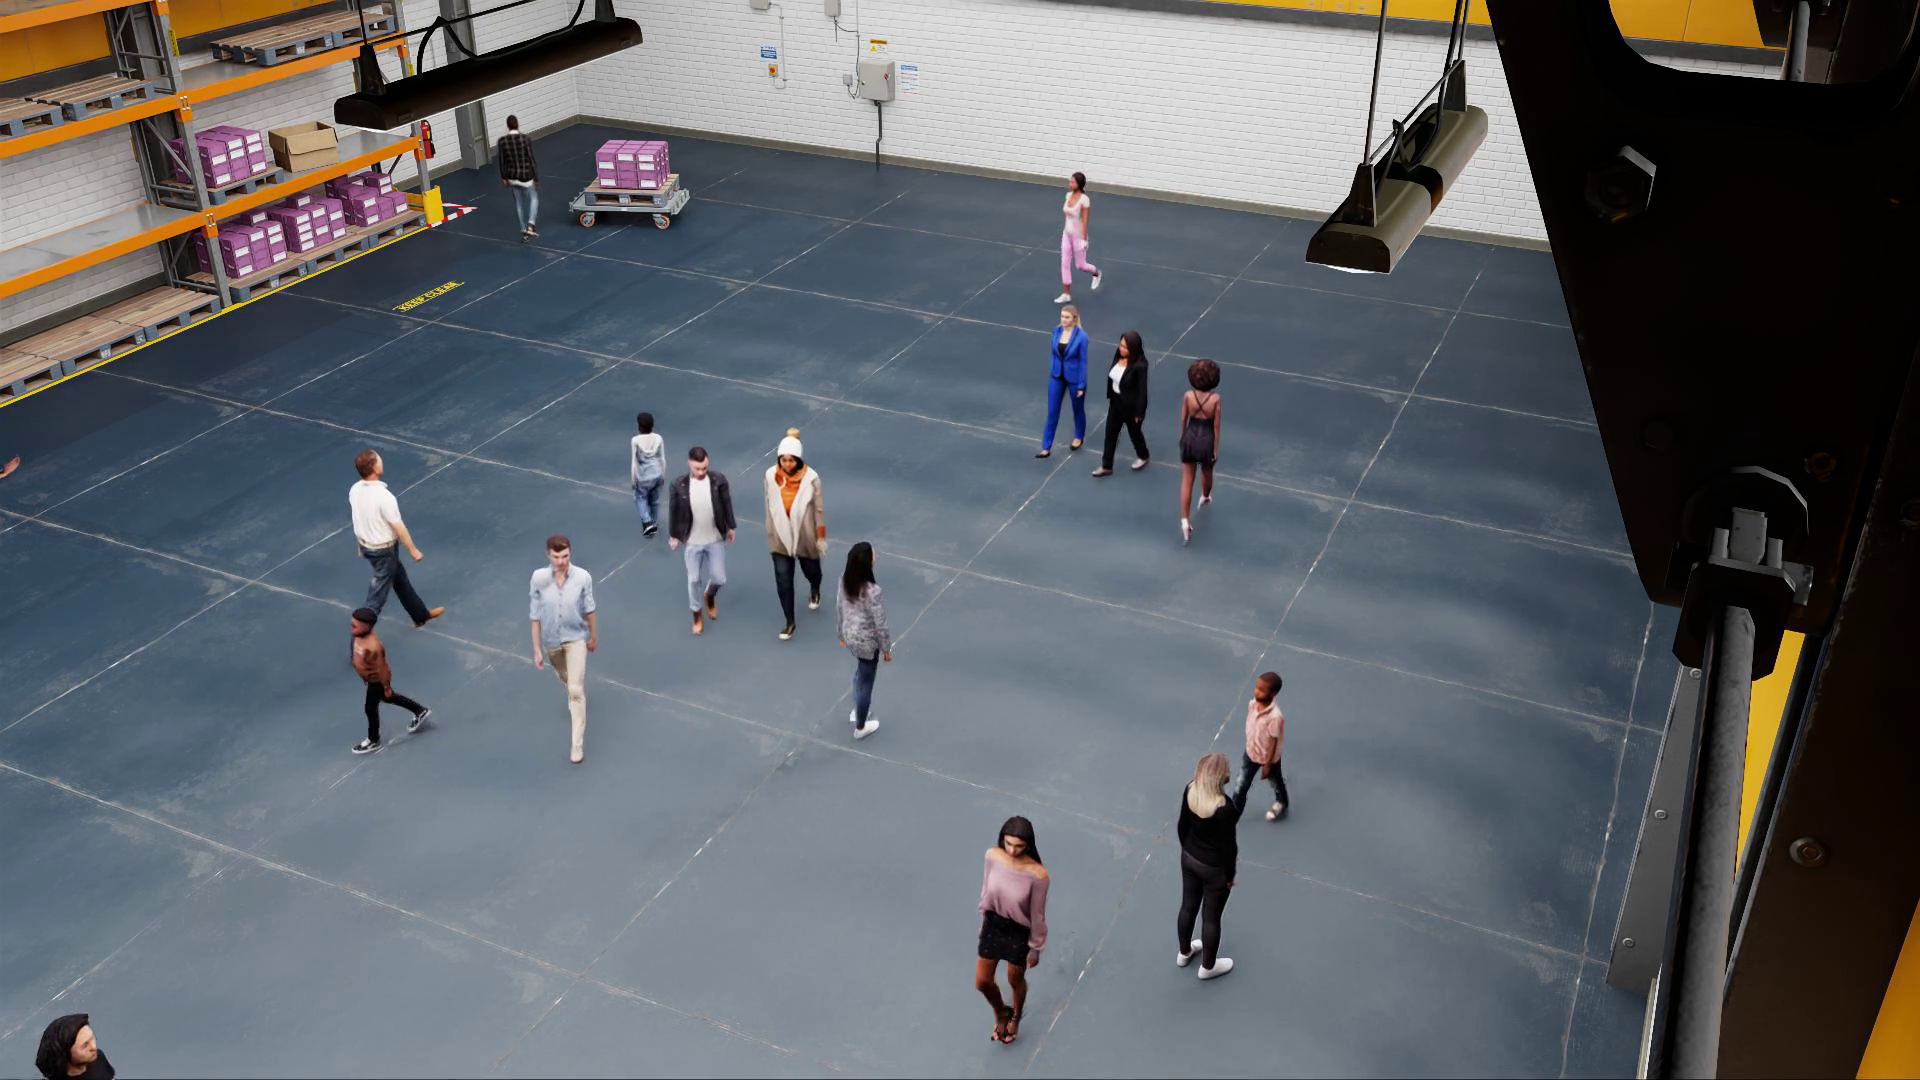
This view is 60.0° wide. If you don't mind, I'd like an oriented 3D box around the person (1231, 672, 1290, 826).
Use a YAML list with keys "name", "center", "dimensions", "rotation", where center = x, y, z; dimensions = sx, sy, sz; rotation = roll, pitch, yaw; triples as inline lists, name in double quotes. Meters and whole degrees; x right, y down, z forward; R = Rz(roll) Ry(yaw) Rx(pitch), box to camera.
- name: "person"
  center: [2.275, 1.539, 12.169]
  dimensions: [0.963, 1.280, 0.789]
  rotation: [-18, 33, -29]

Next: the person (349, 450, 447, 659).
- name: "person"
  center: [-5.006, 0.163, 14.142]
  dimensions: [0.930, 1.807, 1.310]
  rotation: [23, 36, 36]

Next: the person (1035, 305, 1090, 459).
- name: "person"
  center: [1.210, -1.712, 17.722]
  dimensions: [0.686, 1.670, 1.043]
  rotation: [15, 32, 25]

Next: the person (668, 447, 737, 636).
- name: "person"
  center: [-2.247, -0.047, 14.521]
  dimensions: [0.886, 1.813, 0.924]
  rotation: [-5, 29, -8]

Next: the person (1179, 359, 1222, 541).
- name: "person"
  center: [2.281, -0.824, 16.037]
  dimensions: [0.667, 1.724, 1.156]
  rotation: [9, 30, 16]

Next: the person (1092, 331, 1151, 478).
- name: "person"
  center: [1.797, -1.429, 17.285]
  dimensions: [1.070, 1.592, 0.903]
  rotation: [-23, 36, -35]

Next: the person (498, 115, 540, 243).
- name: "person"
  center: [-6.330, -5.162, 23.903]
  dimensions: [0.830, 1.808, 0.836]
  rotation: [-2, 29, -3]

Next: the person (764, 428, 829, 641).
- name: "person"
  center: [-1.418, -0.111, 14.580]
  dimensions: [0.947, 1.868, 1.172]
  rotation: [1, 29, 2]

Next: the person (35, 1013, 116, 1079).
- name: "person"
  center: [-4.531, 3.170, 8.609]
  dimensions: [0.849, 1.826, 0.761]
  rotation: [1, 29, 3]

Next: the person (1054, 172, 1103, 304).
- name: "person"
  center: [1.572, -3.967, 21.804]
  dimensions: [1.082, 1.721, 0.854]
  rotation: [-21, 35, -34]

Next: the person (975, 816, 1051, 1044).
- name: "person"
  center: [0.359, 2.356, 10.136]
  dimensions: [0.661, 1.793, 0.637]
  rotation: [16, 32, 26]

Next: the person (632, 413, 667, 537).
- name: "person"
  center: [-3.010, -0.606, 16.141]
  dimensions: [0.664, 1.242, 0.722]
  rotation: [-14, 32, -24]

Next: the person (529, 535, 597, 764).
- name: "person"
  center: [-3.101, 0.737, 13.083]
  dimensions: [1.069, 1.813, 1.318]
  rotation: [-2, 29, -3]

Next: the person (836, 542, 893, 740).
- name: "person"
  center: [-0.828, 0.820, 13.023]
  dimensions: [0.718, 1.725, 0.703]
  rotation: [24, 37, 37]

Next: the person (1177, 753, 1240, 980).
- name: "person"
  center: [1.578, 2.096, 10.724]
  dimensions: [0.684, 1.686, 0.685]
  rotation: [-21, 35, -34]

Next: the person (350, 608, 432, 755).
- name: "person"
  center: [-4.522, 1.063, 13.089]
  dimensions: [0.968, 1.235, 0.792]
  rotation: [-18, 34, -30]
